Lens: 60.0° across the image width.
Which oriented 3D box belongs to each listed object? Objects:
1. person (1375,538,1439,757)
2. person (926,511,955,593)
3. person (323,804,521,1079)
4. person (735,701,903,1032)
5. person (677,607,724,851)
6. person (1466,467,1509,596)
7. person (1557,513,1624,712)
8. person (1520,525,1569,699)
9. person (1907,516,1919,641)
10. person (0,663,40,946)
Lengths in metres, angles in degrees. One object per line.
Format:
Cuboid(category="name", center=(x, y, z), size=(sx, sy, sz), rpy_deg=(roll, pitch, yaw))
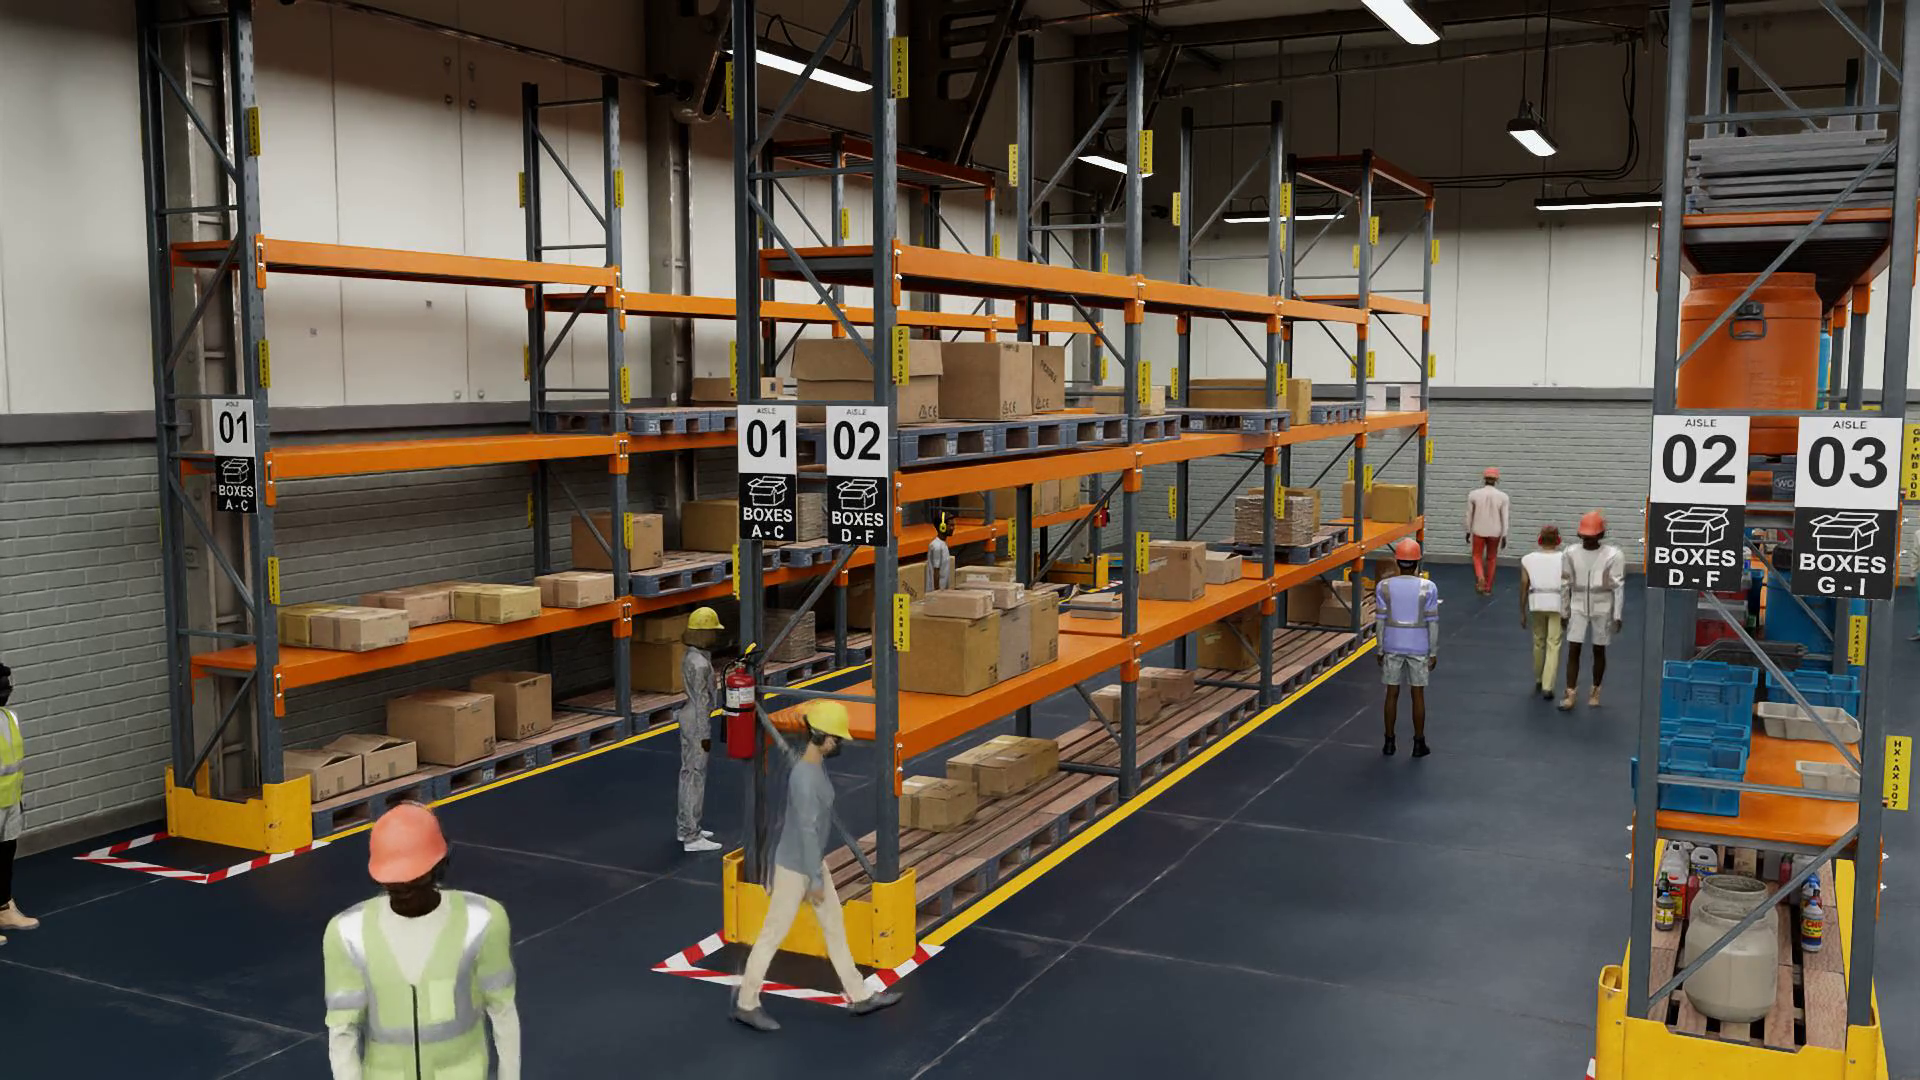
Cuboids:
Cuboid(category="person", center=(3.951, 0.951, 14.720), size=(0.545, 1.942, 0.352), rpy_deg=(2, 6, 22))
Cuboid(category="person", center=(-0.220, 0.615, 18.394), size=(0.331, 1.862, 0.507), rpy_deg=(0, 6, 4))
Cuboid(category="person", center=(-1.806, 1.865, 5.591), size=(0.609, 1.982, 1.056), rpy_deg=(-1, 6, -10))
Cuboid(category="person", center=(-0.752, 1.691, 8.646), size=(0.911, 1.703, 0.609), rpy_deg=(0, 6, 3))
Cuboid(category="person", center=(-1.852, 1.342, 11.925), size=(0.343, 1.734, 0.483), rpy_deg=(-2, 6, -18))
Cuboid(category="person", center=(7.917, -0.114, 24.949), size=(0.621, 1.967, 0.658), rpy_deg=(1, 6, 12))
Cuboid(category="person", center=(6.267, 0.729, 16.565), size=(0.638, 1.994, 0.965), rpy_deg=(4, 7, 31))
Cuboid(category="person", center=(6.180, 0.743, 17.462), size=(0.578, 1.801, 0.980), rpy_deg=(3, 7, 27))
Cuboid(category="person", center=(12.098, 0.425, 20.738), size=(0.361, 1.760, 0.531), rpy_deg=(-2, 6, -21))
Cuboid(category="person", center=(-5.784, 1.566, 9.948), size=(0.317, 1.691, 0.535), rpy_deg=(0, 6, 3))
